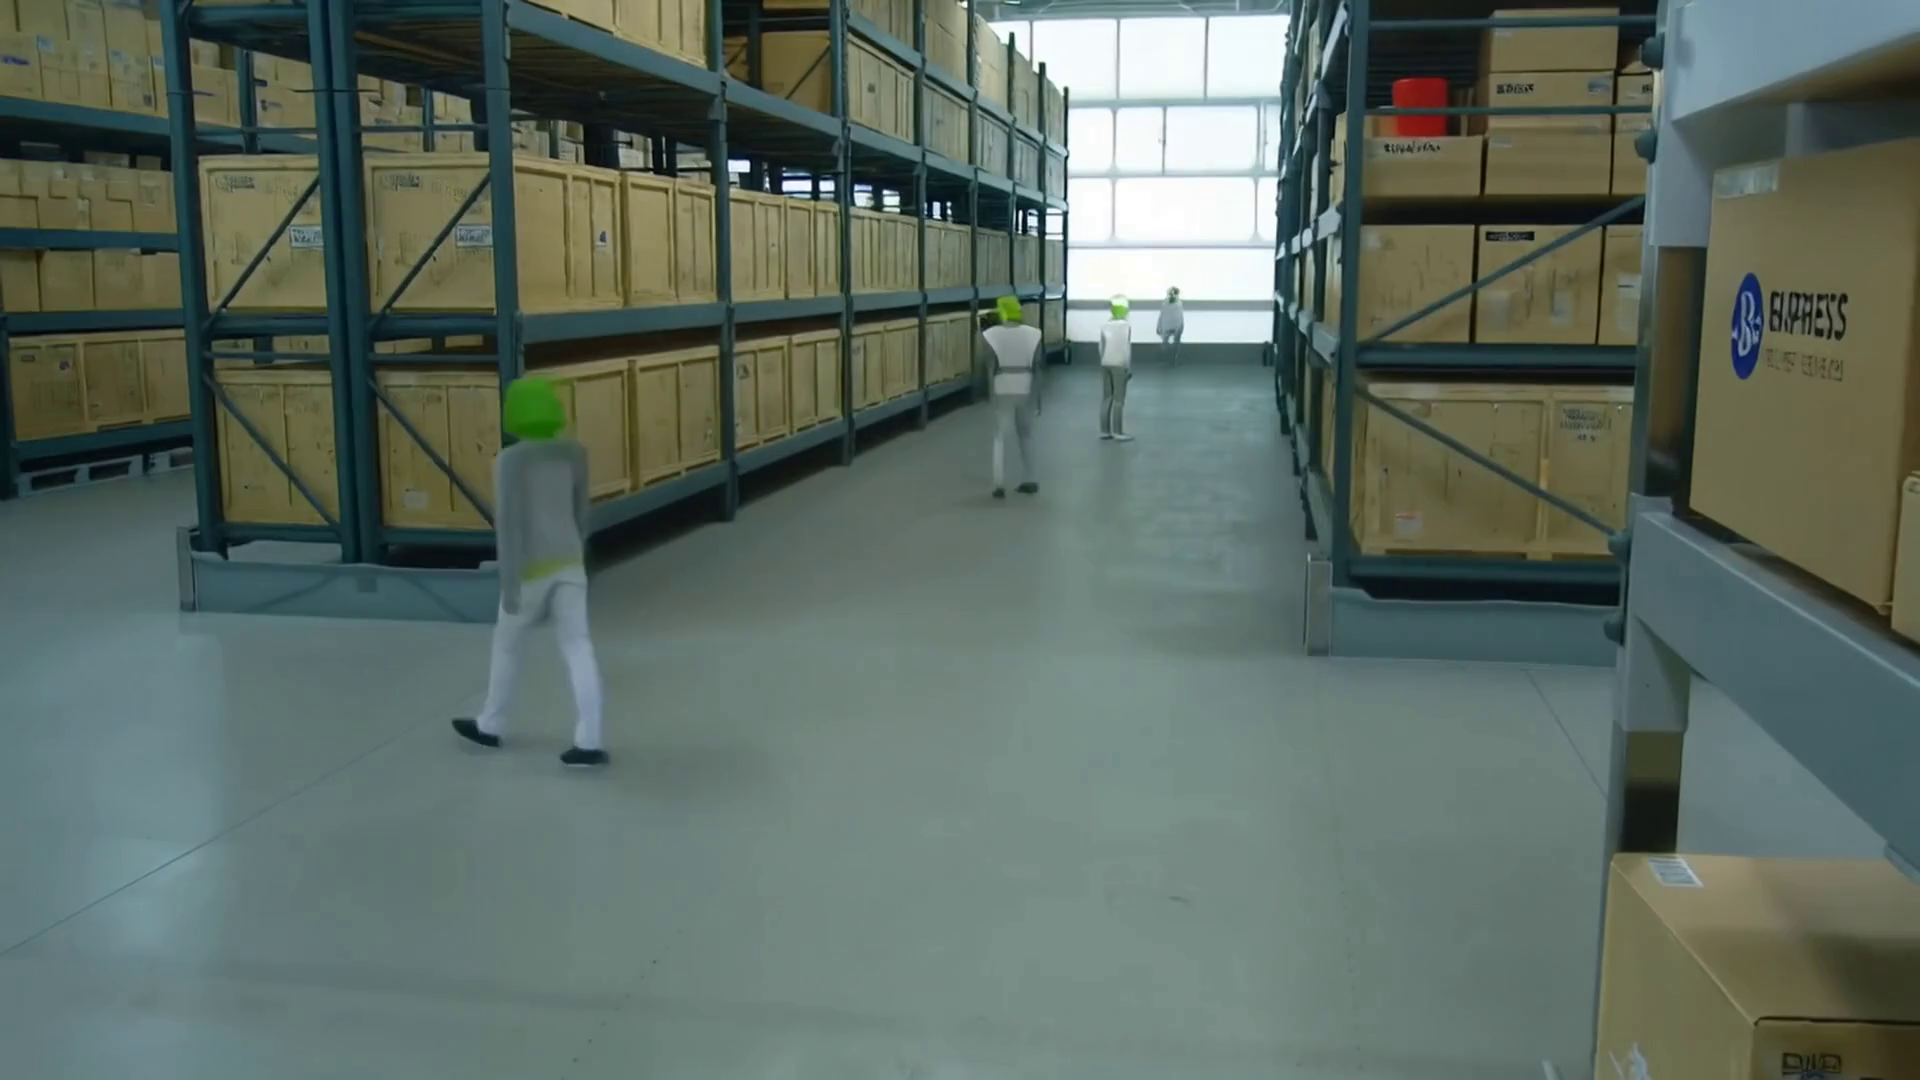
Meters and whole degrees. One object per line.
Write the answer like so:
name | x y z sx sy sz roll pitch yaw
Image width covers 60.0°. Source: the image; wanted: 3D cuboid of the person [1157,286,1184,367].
person | 4.482 -4.549 35.481 0.589 1.722 0.443 0 9 -2

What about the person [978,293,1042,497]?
person | 0.450 -1.293 14.951 0.567 1.836 0.451 -4 10 -21

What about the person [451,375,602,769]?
person | -1.773 0.125 6.854 0.816 1.592 0.531 7 11 36

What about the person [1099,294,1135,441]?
person | 1.886 -2.070 20.002 0.327 1.761 0.522 -6 11 -33
